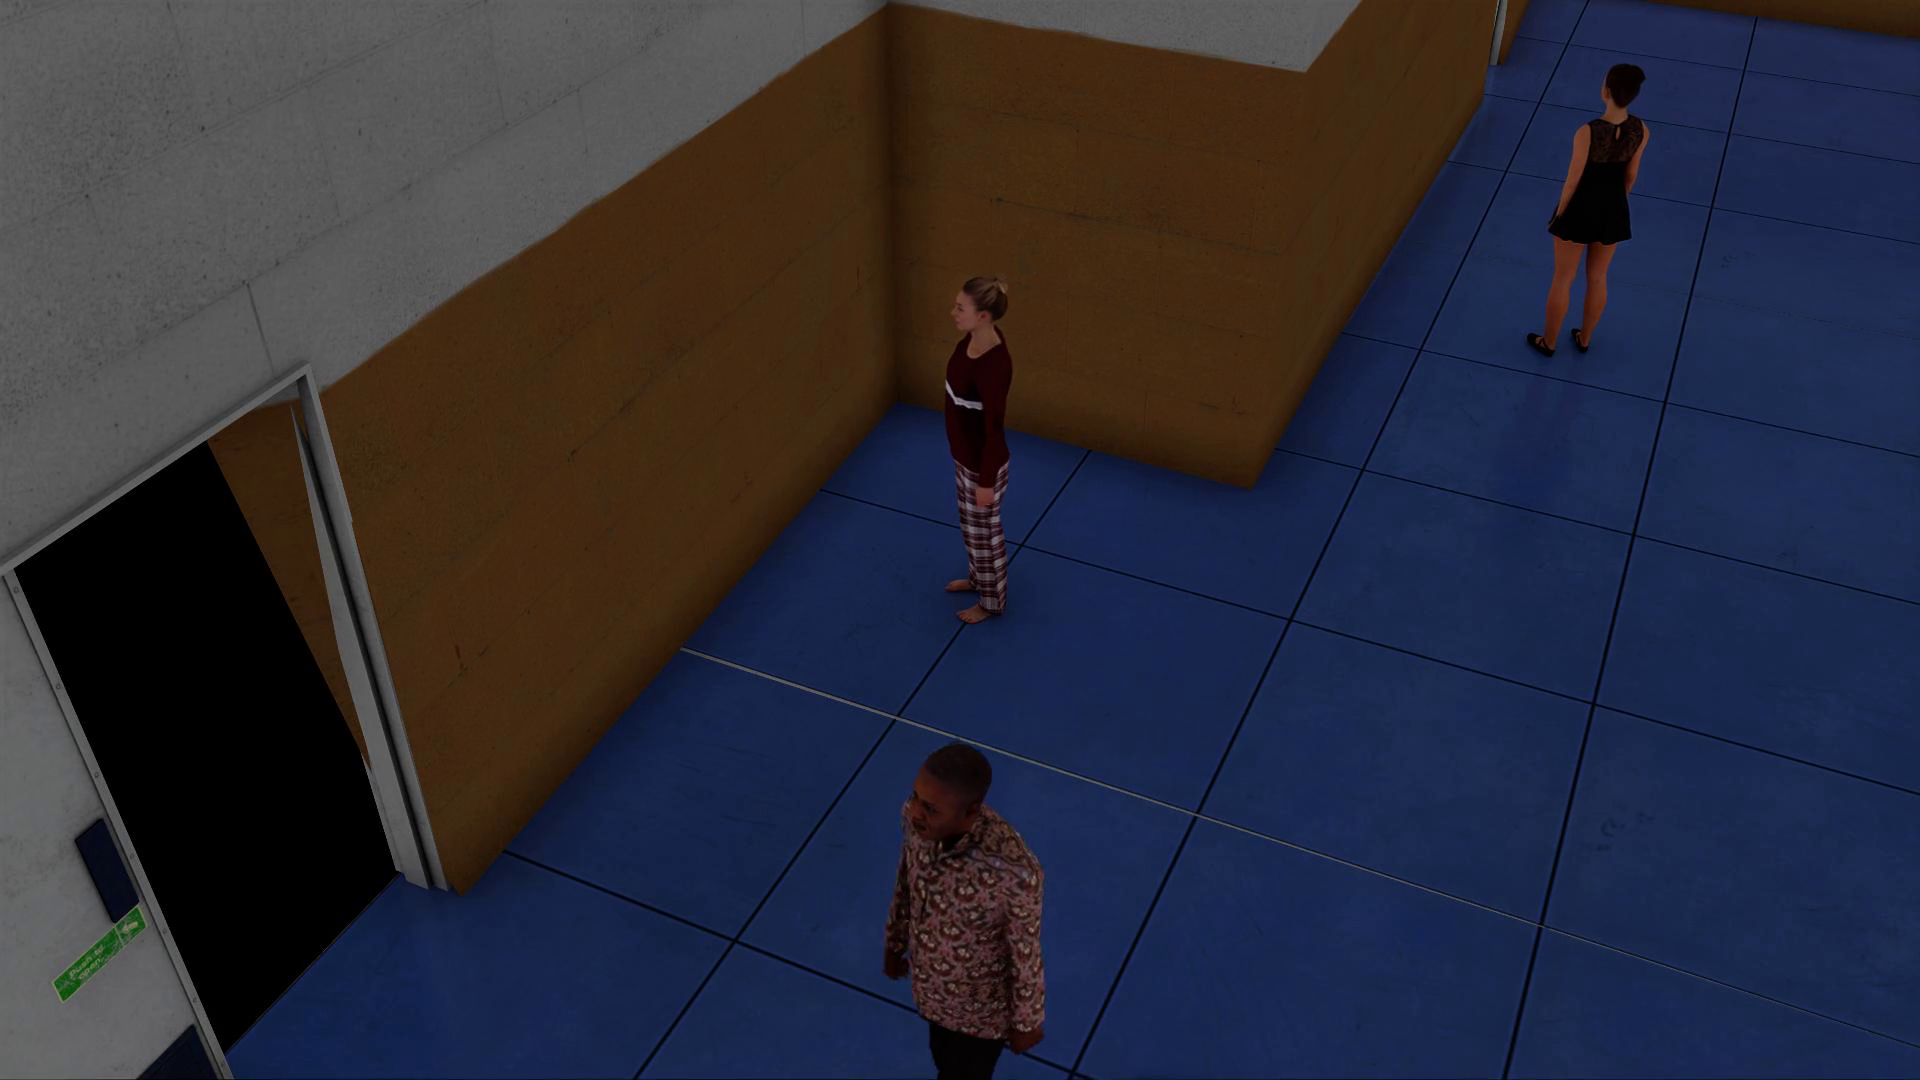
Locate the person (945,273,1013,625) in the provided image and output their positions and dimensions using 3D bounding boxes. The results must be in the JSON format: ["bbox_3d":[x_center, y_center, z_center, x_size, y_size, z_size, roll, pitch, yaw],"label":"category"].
[{"bbox_3d":[0.087,-0.382,7.153,0.701,1.696,0.680,-7,37,-10],"label":"person"}]

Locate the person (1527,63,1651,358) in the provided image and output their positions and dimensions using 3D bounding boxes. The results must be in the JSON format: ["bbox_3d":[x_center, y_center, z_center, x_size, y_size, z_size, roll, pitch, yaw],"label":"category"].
[{"bbox_3d":[3.427,-1.776,9.027,0.651,1.676,0.738,-5,37,-6],"label":"person"}]

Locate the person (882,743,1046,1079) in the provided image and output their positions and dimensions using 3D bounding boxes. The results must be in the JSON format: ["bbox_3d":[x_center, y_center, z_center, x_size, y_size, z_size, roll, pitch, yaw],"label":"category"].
[{"bbox_3d":[0.083,1.250,4.904,0.871,1.785,0.733,-27,45,-32],"label":"person"}]
